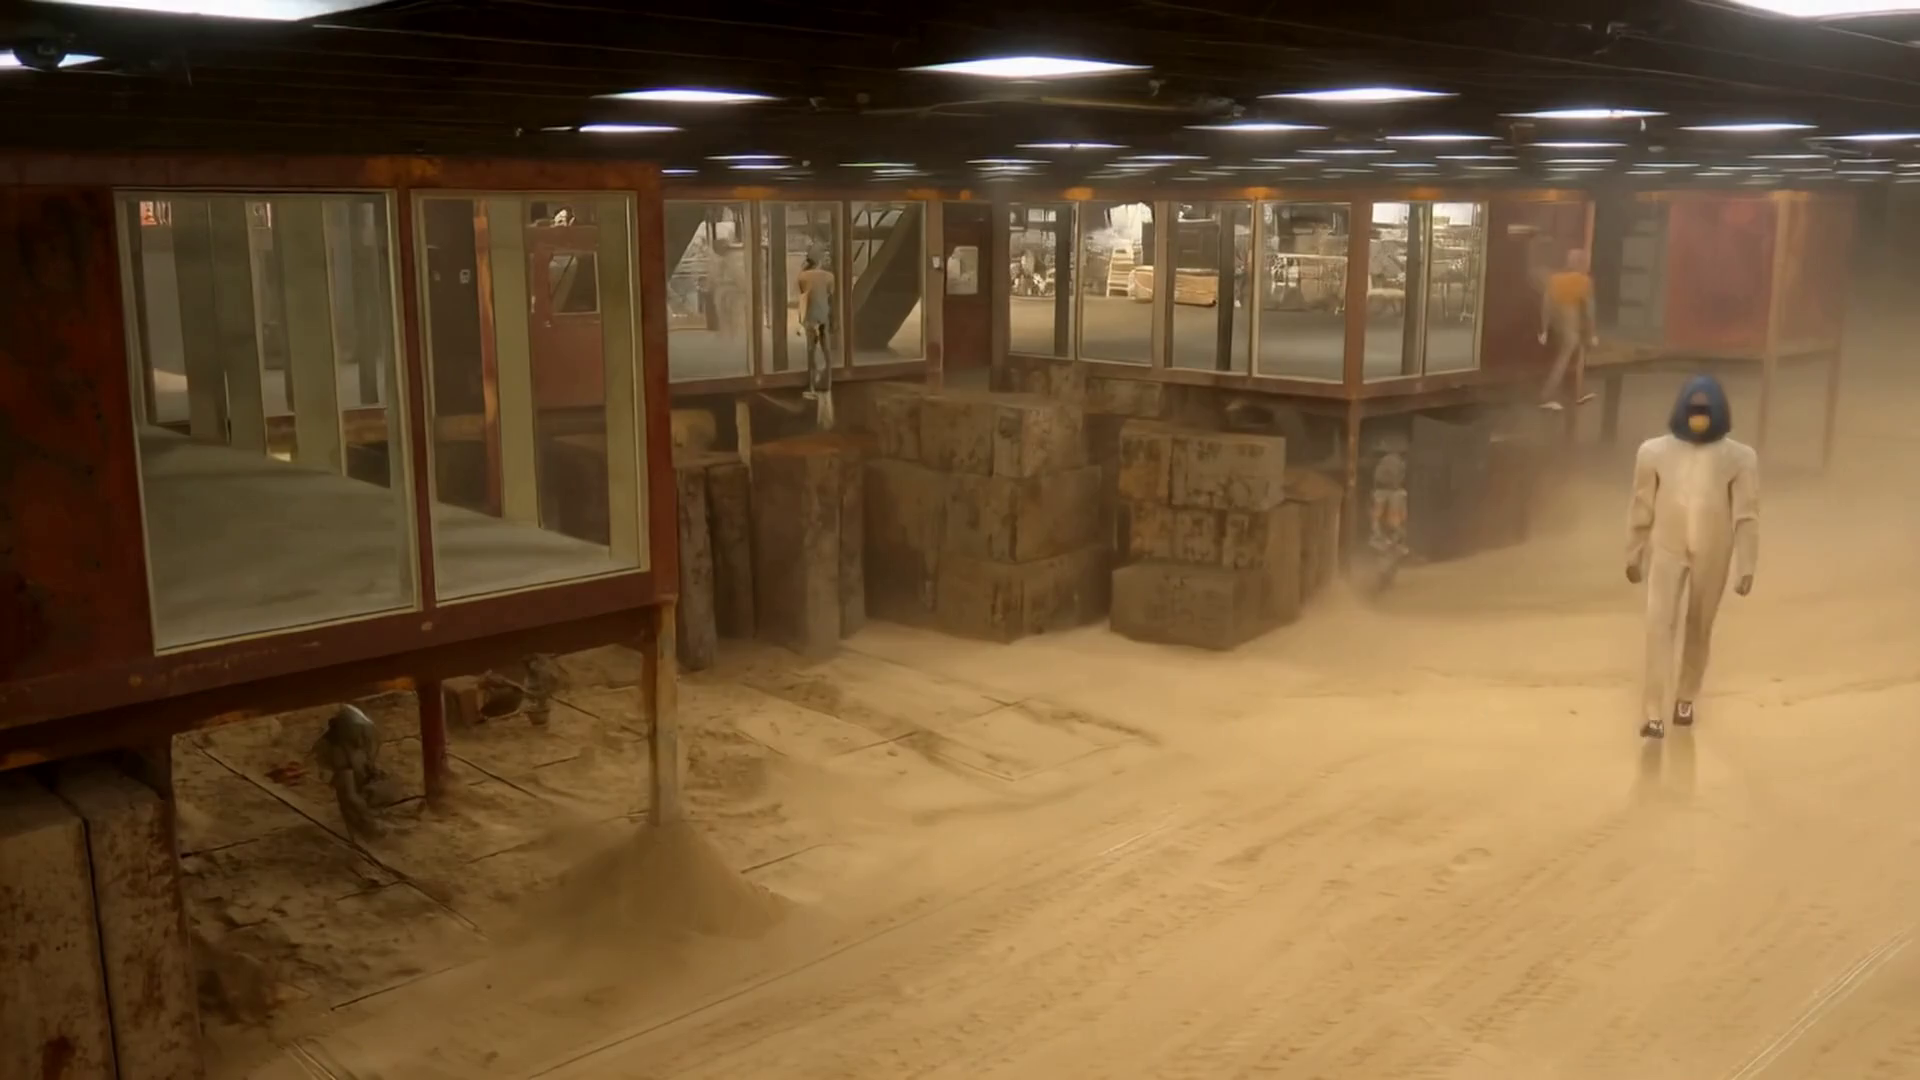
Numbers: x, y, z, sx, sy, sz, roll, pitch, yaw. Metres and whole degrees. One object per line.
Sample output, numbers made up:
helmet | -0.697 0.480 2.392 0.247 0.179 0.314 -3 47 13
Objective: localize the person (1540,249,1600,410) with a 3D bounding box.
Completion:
person | 7.156 -2.453 19.387 1.018 1.850 0.680 -5 12 -24

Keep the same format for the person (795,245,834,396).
person | -1.807 -2.715 20.666 0.513 1.872 0.331 -7 13 -30

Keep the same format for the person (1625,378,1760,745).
person | 3.168 0.102 7.223 0.523 1.585 0.825 5 12 24
